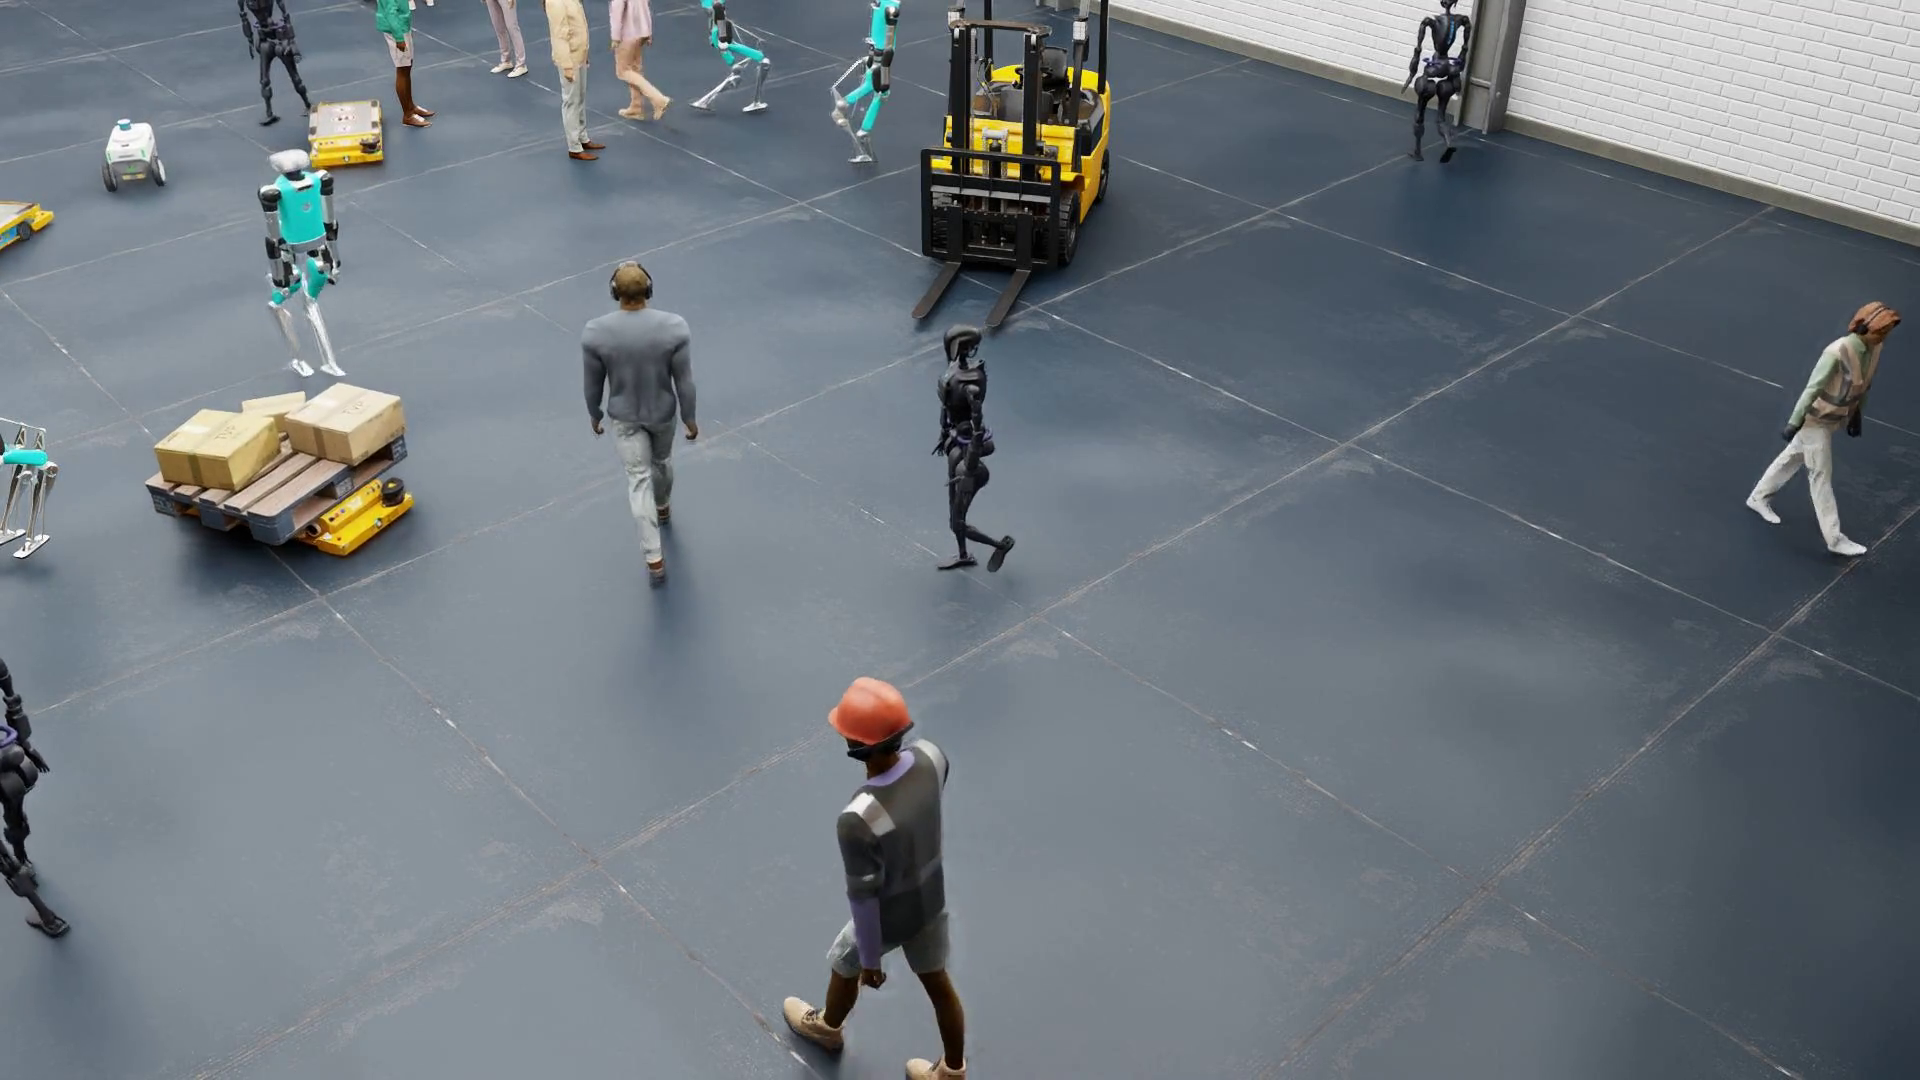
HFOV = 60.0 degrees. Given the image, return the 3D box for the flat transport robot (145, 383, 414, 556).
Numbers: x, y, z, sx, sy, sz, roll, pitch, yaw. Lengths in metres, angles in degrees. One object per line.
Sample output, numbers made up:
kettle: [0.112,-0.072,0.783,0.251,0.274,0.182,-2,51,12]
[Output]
flat transport robot: [-4.281,-0.278,10.601,1.431,0.231,0.659,13,35,20]

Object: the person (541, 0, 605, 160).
person: [-3.676,-4.545,15.690,0.410,1.876,0.551,3,33,4]

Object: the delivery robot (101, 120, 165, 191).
delivery robot: [-7.677,-3.581,15.421,0.499,0.601,0.783,-10,34,-15]

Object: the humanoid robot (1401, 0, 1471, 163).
humanoid robot: [4.476,-4.314,15.525,0.586,1.643,0.551,-7,34,-11]

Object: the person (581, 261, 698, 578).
person: [-1.886,-0.768,9.875,0.642,1.888,1.002,-8,34,-12]

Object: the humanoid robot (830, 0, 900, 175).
humanoid robot: [-0.925,-4.236,15.383,0.793,1.809,0.531,-9,34,-14]

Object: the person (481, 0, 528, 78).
person: [-4.958,-5.855,17.807,0.516,1.756,0.335,20,38,28]

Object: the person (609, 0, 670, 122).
person: [-3.210,-4.997,16.480,0.592,1.765,0.540,11,35,16]

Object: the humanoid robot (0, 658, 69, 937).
humanoid robot: [-4.384,1.013,7.347,0.696,1.636,0.586,17,37,25]

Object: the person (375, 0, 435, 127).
person: [-5.566,-5.043,16.476,0.397,1.850,0.494,-4,33,-7]

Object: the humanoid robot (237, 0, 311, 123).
humanoid robot: [-6.860,-4.985,16.584,0.615,1.616,0.712,10,34,14]

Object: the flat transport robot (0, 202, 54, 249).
flat transport robot: [-8.419,-2.549,14.091,0.659,0.231,1.431,5,33,7]

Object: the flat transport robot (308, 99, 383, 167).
flat transport robot: [-6.030,-4.013,16.341,0.659,0.231,1.431,-9,34,-14]

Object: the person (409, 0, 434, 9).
person: [-6.676,-7.362,20.023,0.801,1.867,0.408,-26,41,-34]

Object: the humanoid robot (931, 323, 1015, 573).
humanoid robot: [0.066,-0.532,9.696,0.457,1.642,0.599,-10,34,-15]

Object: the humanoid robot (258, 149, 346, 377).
humanoid robot: [-4.768,-1.994,11.872,0.833,1.748,0.543,25,41,33]

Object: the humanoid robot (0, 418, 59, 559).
humanoid robot: [-5.703,-0.701,9.782,0.533,1.677,0.735,15,36,21]

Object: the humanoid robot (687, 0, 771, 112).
humanoid robot: [-2.305,-5.134,16.740,1.020,1.746,0.589,-12,35,-18]

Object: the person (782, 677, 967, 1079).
person: [-0.337,1.361,6.502,0.994,1.993,0.612,23,39,31]

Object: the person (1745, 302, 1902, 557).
person: [5.272,-0.682,9.999,0.554,1.586,0.884,-22,39,-30]

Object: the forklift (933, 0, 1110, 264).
forklift: [0.570,-3.725,14.138,1.214,2.155,2.313,9,34,13]
